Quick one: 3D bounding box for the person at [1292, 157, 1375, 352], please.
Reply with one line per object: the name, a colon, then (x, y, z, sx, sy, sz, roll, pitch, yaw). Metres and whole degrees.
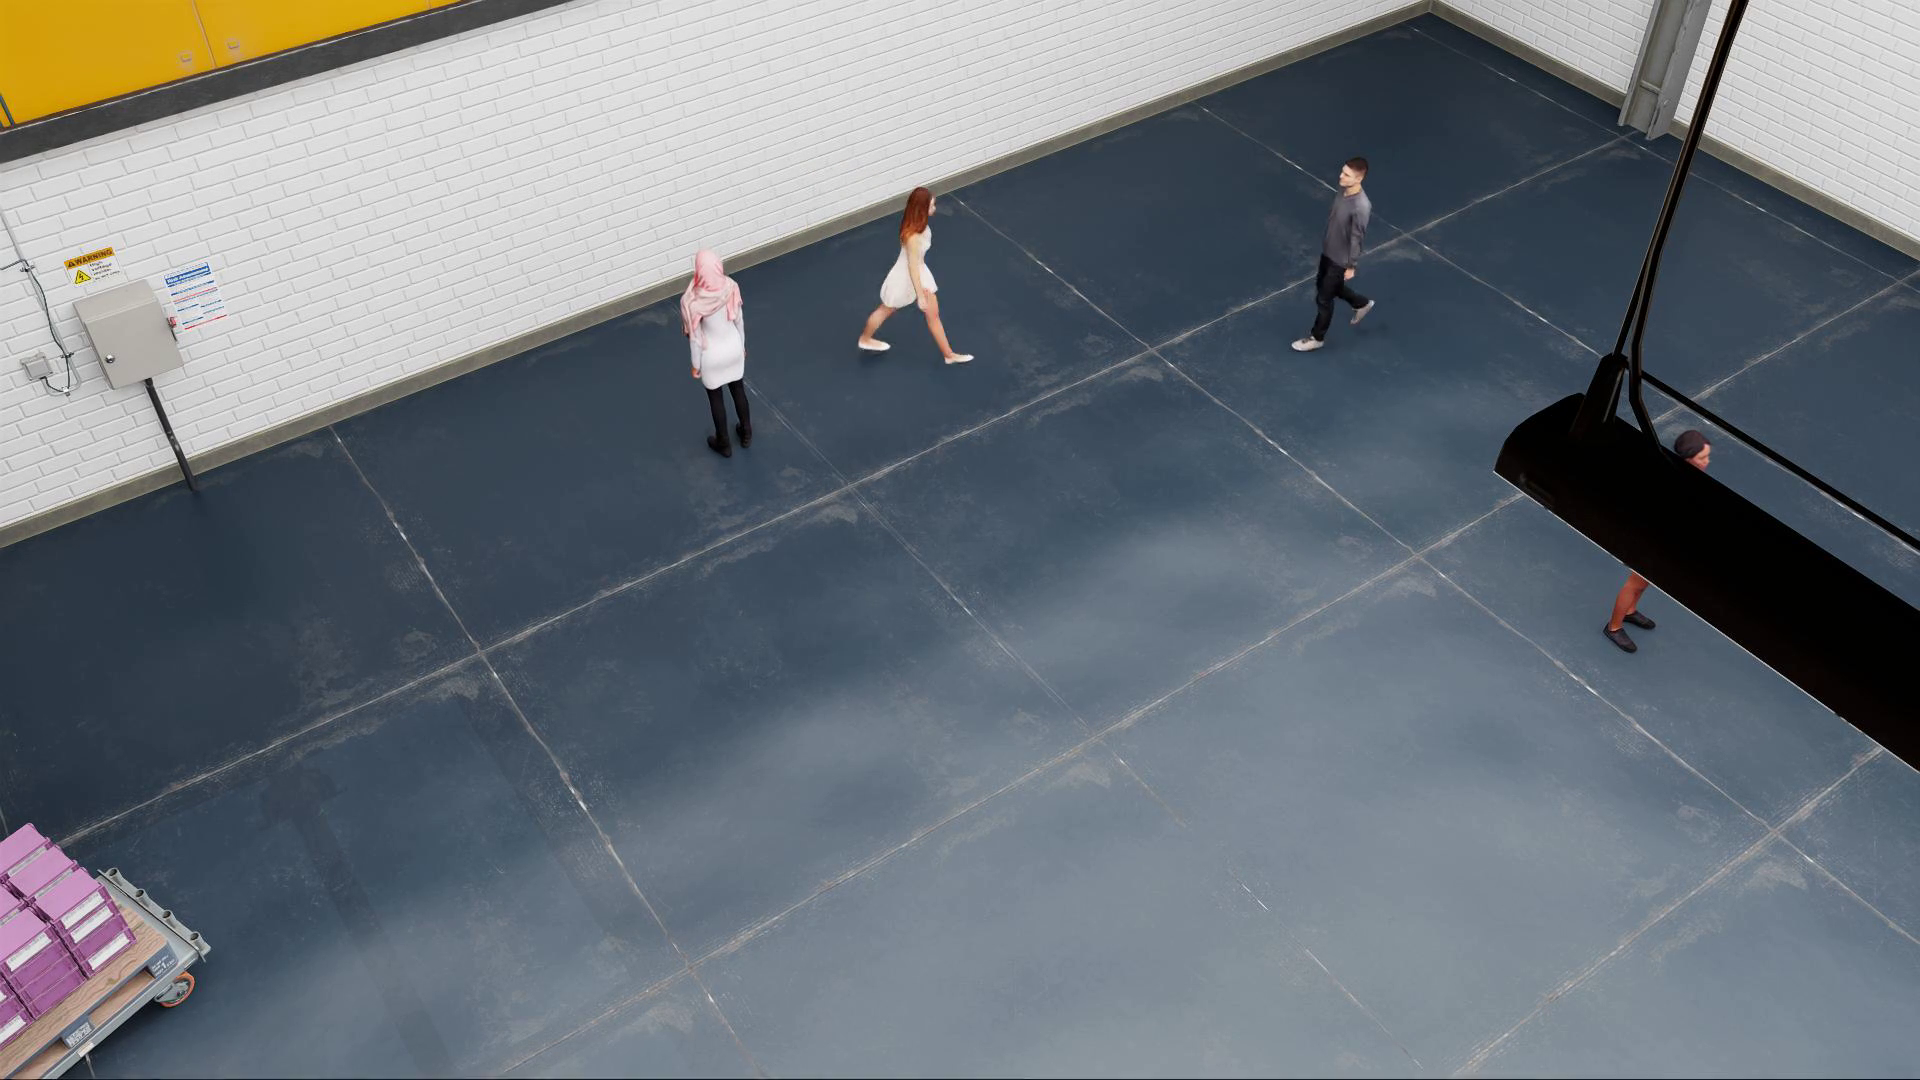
person: (3.109, -2.290, 13.318, 0.879, 1.743, 0.987, -12, 45, -12)

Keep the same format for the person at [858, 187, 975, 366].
person: (-0.495, -2.074, 13.175, 1.221, 1.629, 1.081, 8, 44, 8)

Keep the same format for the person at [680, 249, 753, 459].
person: (-1.781, -1.380, 12.320, 0.627, 1.803, 0.585, -23, 48, -23)

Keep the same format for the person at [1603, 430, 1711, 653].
person: (4.605, -0.014, 10.929, 0.596, 1.742, 0.636, 31, 52, 28)
